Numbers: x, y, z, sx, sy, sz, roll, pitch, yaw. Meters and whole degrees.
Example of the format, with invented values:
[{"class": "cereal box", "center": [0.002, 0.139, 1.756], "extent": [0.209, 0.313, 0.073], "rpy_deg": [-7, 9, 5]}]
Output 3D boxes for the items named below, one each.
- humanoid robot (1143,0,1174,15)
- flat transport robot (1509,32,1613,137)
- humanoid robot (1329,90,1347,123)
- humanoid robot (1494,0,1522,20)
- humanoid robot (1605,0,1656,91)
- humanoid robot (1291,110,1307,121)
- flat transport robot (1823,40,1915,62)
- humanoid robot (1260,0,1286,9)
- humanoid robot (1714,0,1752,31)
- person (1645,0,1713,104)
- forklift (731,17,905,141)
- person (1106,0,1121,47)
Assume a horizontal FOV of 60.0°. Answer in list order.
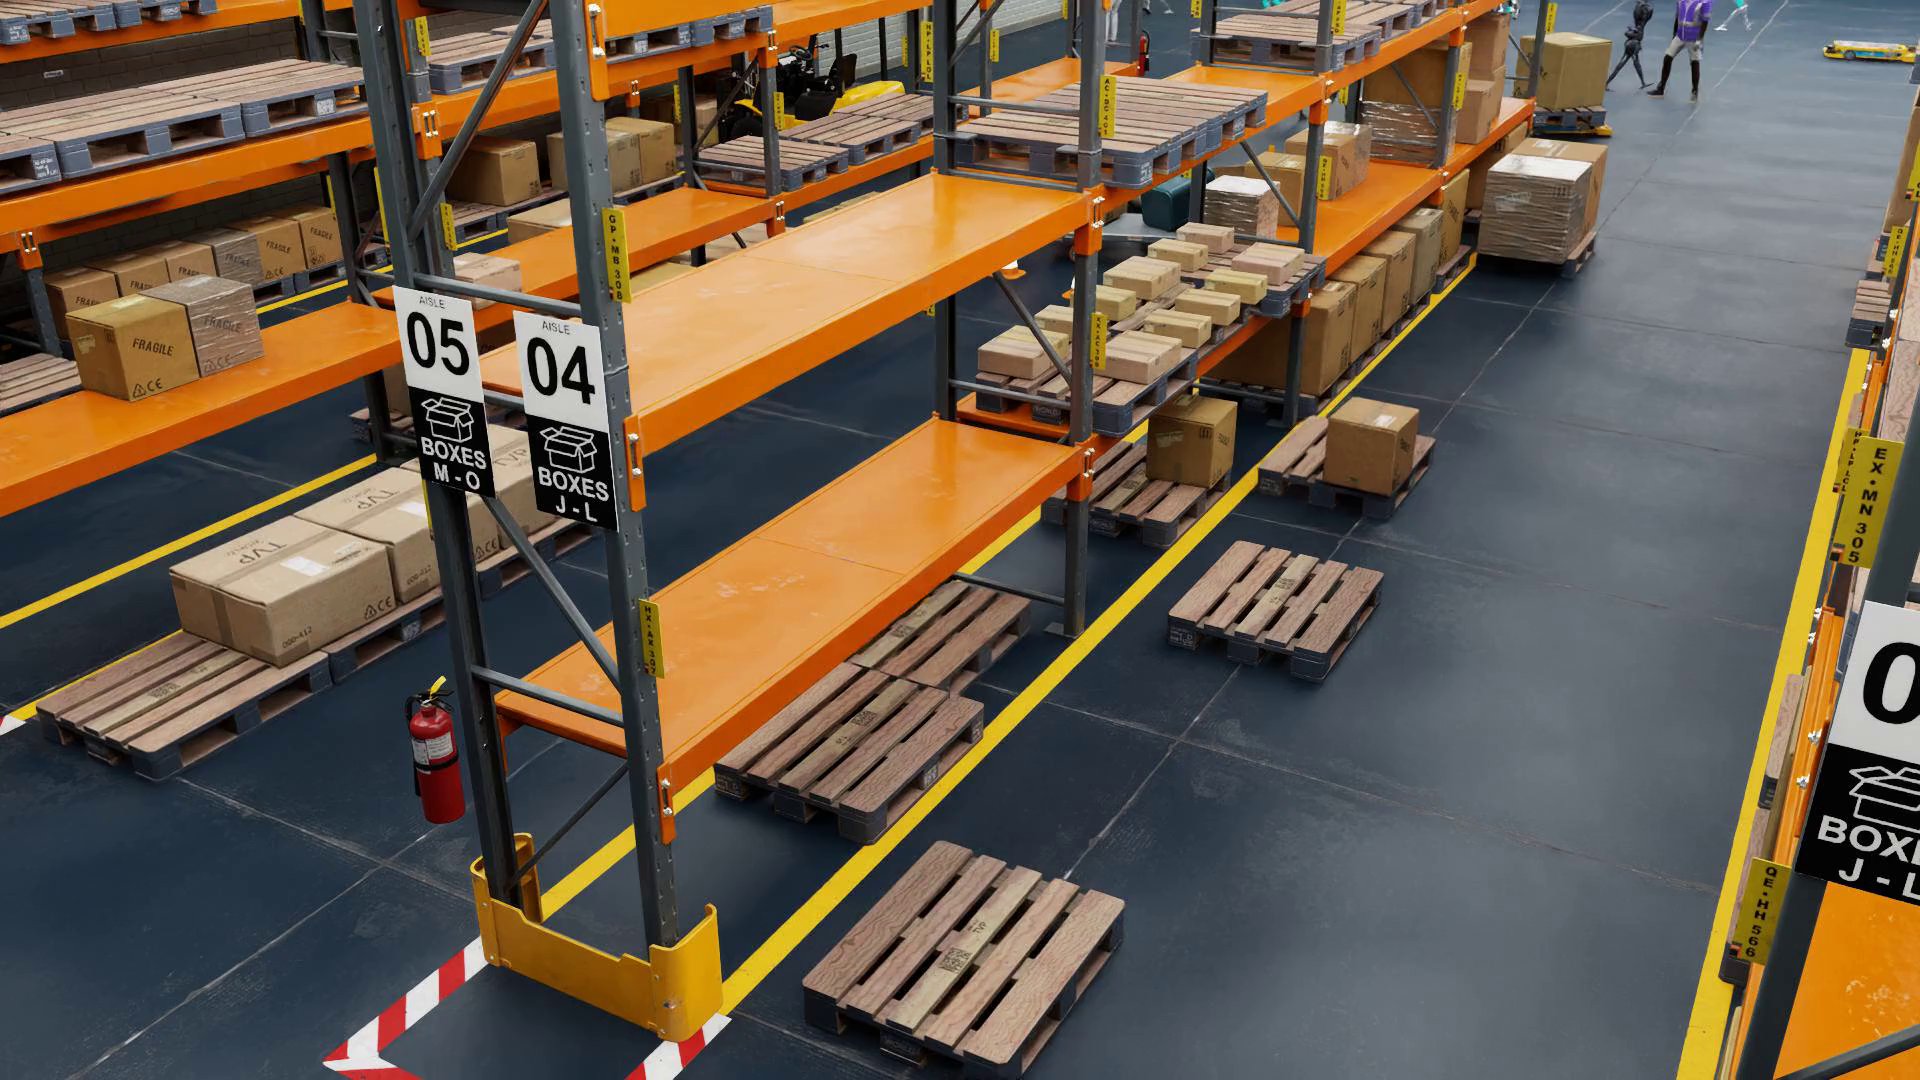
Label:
[{"class": "humanoid robot", "center": [3.987, -11.414, 33.421], "extent": [1.002, 1.771, 0.530], "rpy_deg": [-22, 33, -38]}, {"class": "flat transport robot", "center": [8.441, -5.896, 23.593], "extent": [1.431, 0.231, 0.659], "rpy_deg": [0, 26, 0]}, {"class": "humanoid robot", "center": [5.469, -6.779, 23.873], "extent": [0.733, 1.644, 0.609], "rpy_deg": [6, 26, 13]}, {"class": "humanoid robot", "center": [9.309, -9.158, 28.750], "extent": [0.559, 1.834, 0.886], "rpy_deg": [-5, 26, -9]}, {"class": "humanoid robot", "center": [10.635, -7.891, 26.196], "extent": [0.880, 1.589, 0.589], "rpy_deg": [5, 26, 10]}, {"class": "humanoid robot", "center": [4.780, -6.902, 24.098], "extent": [0.606, 1.635, 0.630], "rpy_deg": [-13, 29, -25]}, {"class": "flat transport robot", "center": [15.916, -8.547, 29.101], "extent": [1.431, 0.231, 0.659], "rpy_deg": [10, 27, 20]}, {"class": "humanoid robot", "center": [5.790, -10.184, 30.891], "extent": [0.671, 1.868, 0.543], "rpy_deg": [-14, 29, -26]}, {"class": "humanoid robot", "center": [14.879, -10.550, 31.619], "extent": [0.903, 1.811, 0.558], "rpy_deg": [2, 26, 3]}, {"class": "person", "center": [11.056, -7.670, 25.386], "extent": [0.627, 1.928, 0.729], "rpy_deg": [-16, 30, -30]}, {"class": "forklift", "center": [-1.819, -5.975, 21.543], "extent": [2.313, 2.155, 1.214], "rpy_deg": [14, 29, 26]}, {"class": "person", "center": [2.777, -9.875, 30.001], "extent": [0.657, 1.902, 0.434], "rpy_deg": [-17, 31, -32]}]
